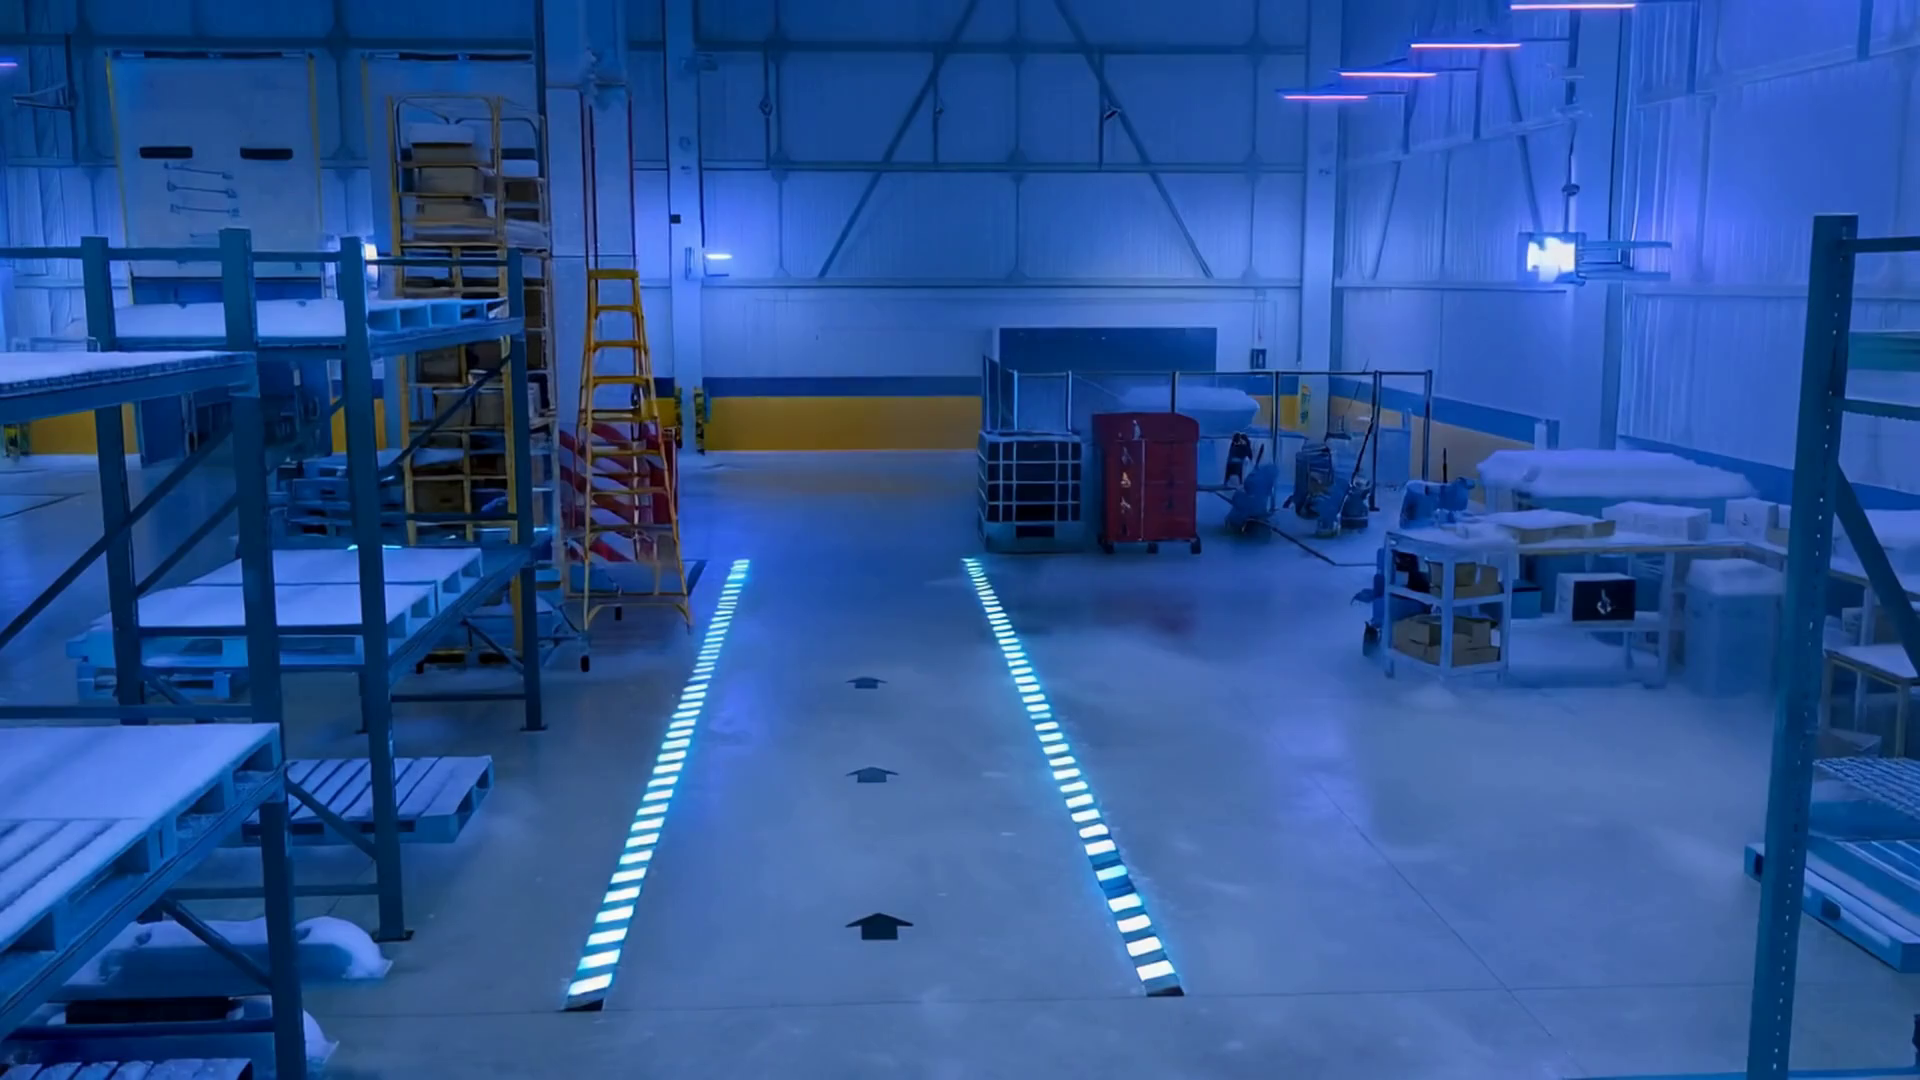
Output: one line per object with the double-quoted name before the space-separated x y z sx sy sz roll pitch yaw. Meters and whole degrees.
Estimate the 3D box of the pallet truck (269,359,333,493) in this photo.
"pallet truck" -7.062 -1.131 18.996 1.885 1.965 0.823 2 9 13
